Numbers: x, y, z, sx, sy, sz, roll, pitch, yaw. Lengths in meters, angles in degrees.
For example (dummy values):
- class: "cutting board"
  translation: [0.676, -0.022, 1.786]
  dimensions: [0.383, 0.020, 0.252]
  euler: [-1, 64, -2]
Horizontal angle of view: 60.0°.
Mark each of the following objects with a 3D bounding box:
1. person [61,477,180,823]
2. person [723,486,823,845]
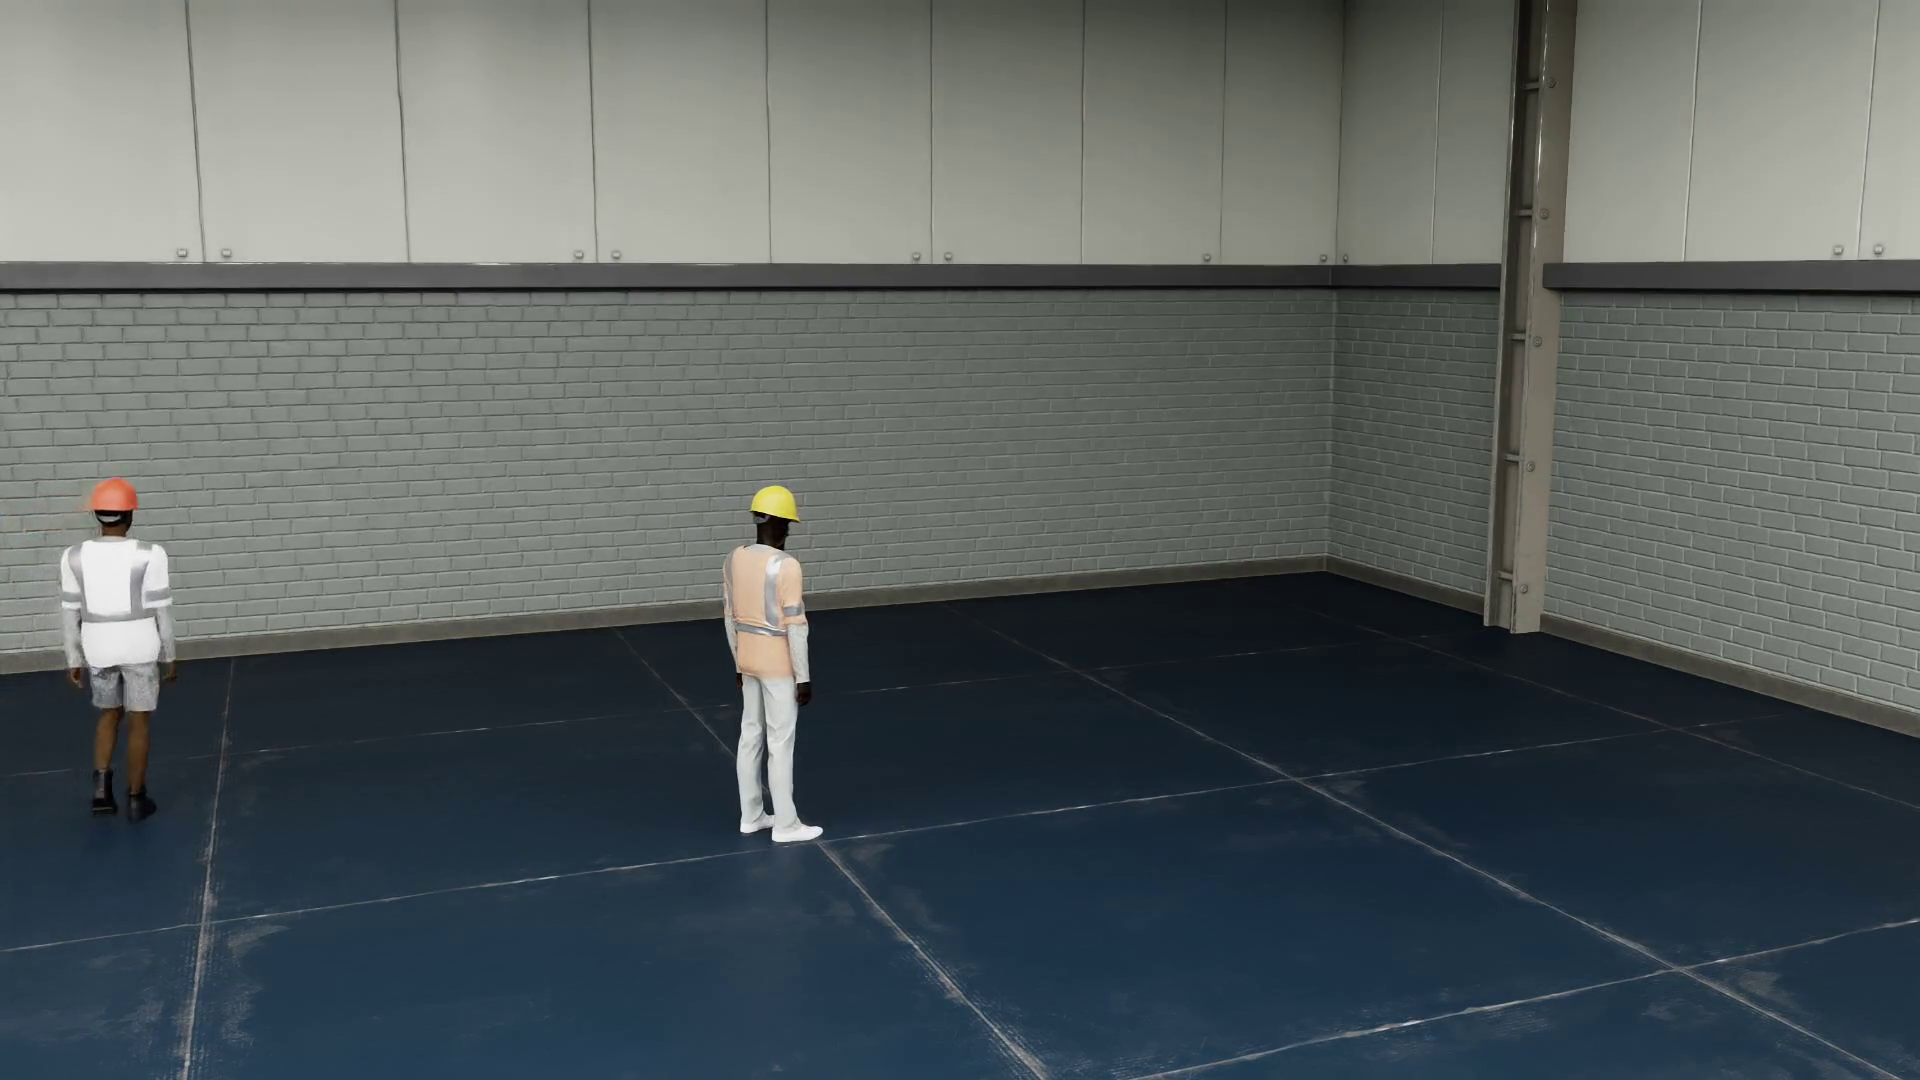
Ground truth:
- class: "person"
  translation: [-4.632, 0.613, 9.214]
  dimensions: [0.554, 1.922, 0.419]
  euler: [-1, 9, -6]
- class: "person"
  translation: [-1.007, 0.666, 8.919]
  dimensions: [0.585, 1.918, 0.381]
  euler: [8, 12, 41]
